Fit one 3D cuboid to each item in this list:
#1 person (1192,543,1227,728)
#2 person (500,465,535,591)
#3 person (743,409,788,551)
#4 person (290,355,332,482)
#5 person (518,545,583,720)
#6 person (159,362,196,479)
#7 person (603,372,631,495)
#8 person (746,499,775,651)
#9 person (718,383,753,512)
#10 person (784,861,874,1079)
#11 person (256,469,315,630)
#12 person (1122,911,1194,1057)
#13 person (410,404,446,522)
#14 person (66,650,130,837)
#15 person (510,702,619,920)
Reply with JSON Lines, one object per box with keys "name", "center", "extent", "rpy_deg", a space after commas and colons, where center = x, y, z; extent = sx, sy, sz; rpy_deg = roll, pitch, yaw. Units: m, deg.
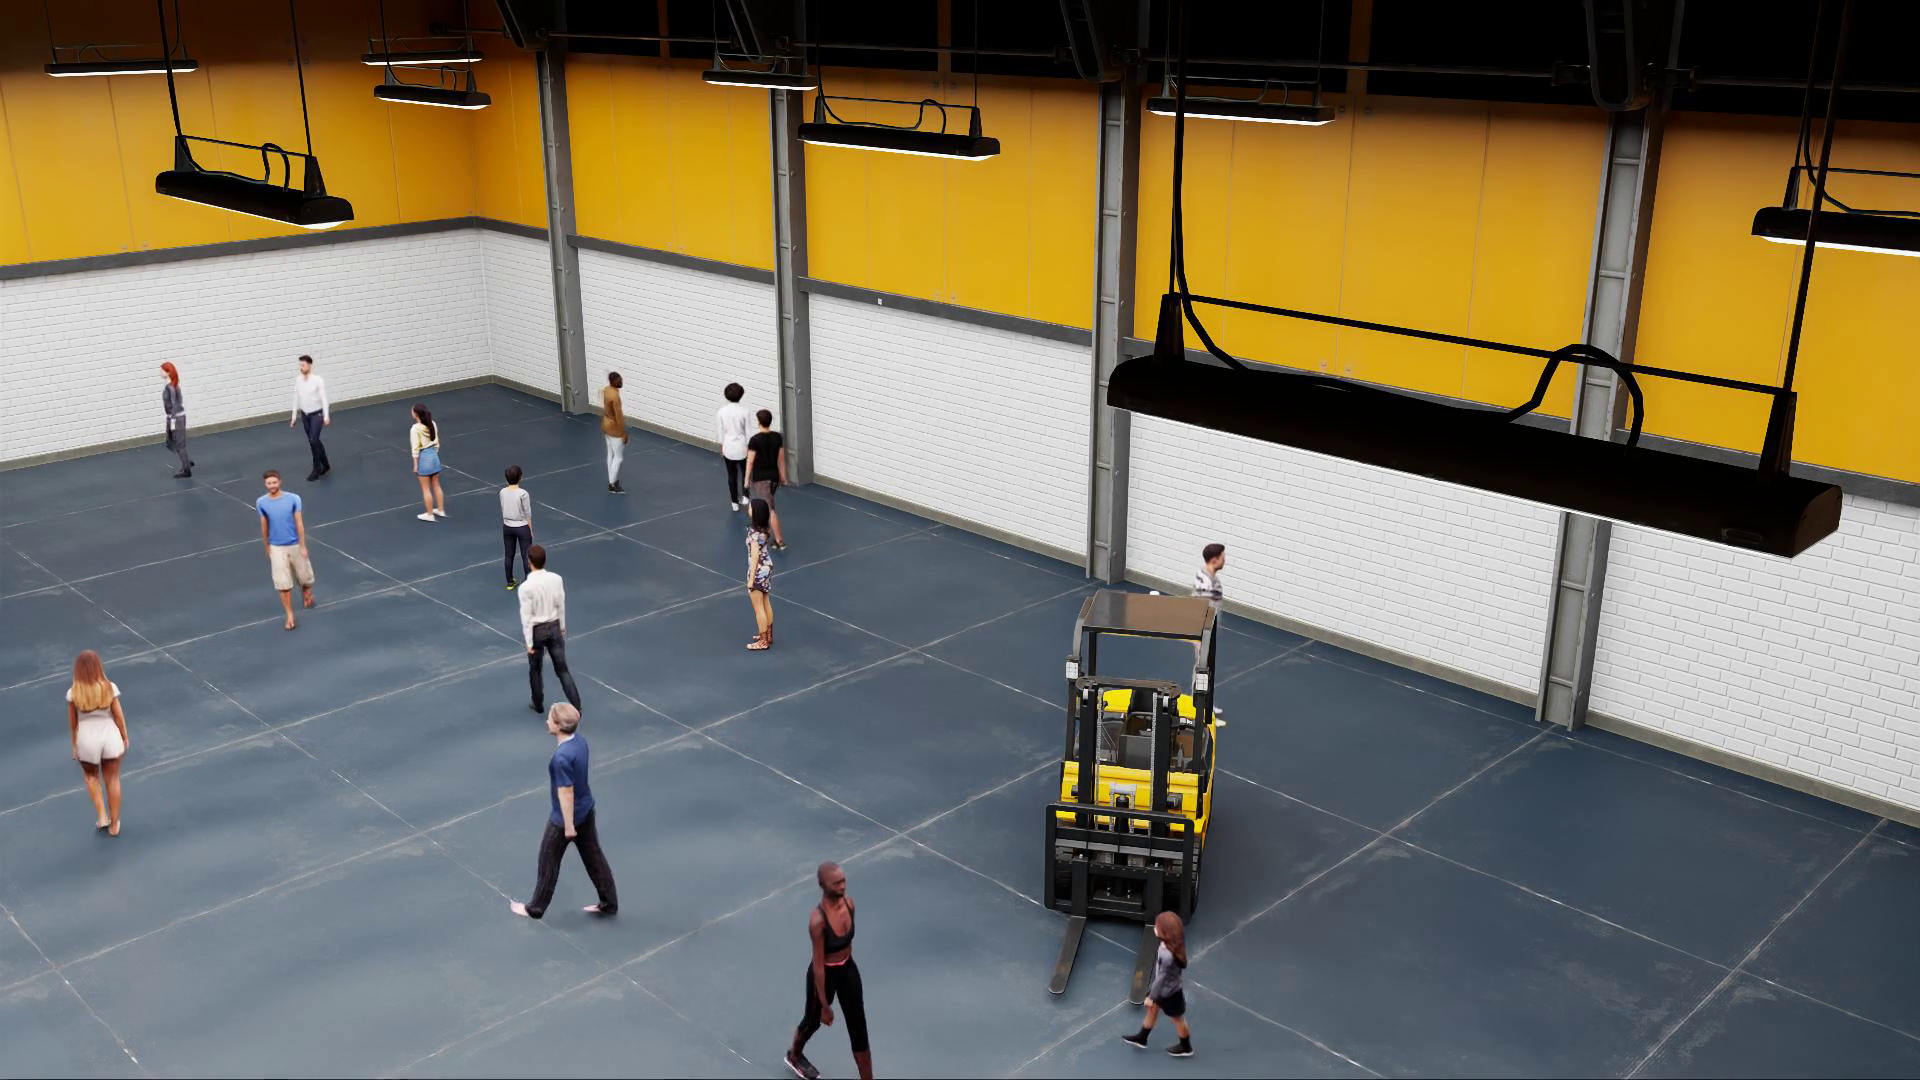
{"name": "person", "center": [2.413, 0.917, 16.595], "extent": [0.859, 1.854, 0.810], "rpy_deg": [1, 19, 3]}
{"name": "person", "center": [-5.399, -0.146, 20.232], "extent": [0.572, 1.548, 0.678], "rpy_deg": [5, 19, 14]}
{"name": "person", "center": [-2.477, -0.750, 21.610], "extent": [0.737, 1.813, 1.182], "rpy_deg": [-16, 24, -39]}
{"name": "person", "center": [-9.628, -1.867, 24.874], "extent": [0.930, 1.848, 0.903], "rpy_deg": [7, 20, 19]}
{"name": "person", "center": [-4.046, 0.972, 16.460], "extent": [0.729, 1.836, 1.199], "rpy_deg": [-15, 24, -38]}
{"name": "person", "center": [-11.590, -1.787, 24.759], "extent": [0.719, 1.769, 0.581], "rpy_deg": [-11, 21, -29]}
{"name": "person", "center": [-5.054, -1.601, 24.168], "extent": [0.591, 1.794, 0.913], "rpy_deg": [16, 25, 40]}
{"name": "person", "center": [-2.217, 0.368, 18.417], "extent": [0.692, 1.733, 0.674], "rpy_deg": [4, 19, 12]}
{"name": "person", "center": [-3.143, -1.275, 23.194], "extent": [0.754, 1.797, 0.809], "rpy_deg": [-1, 19, -2]}
{"name": "person", "center": [-0.920, 2.892, 10.955], "extent": [1.194, 1.711, 0.674], "rpy_deg": [15, 24, 37]}
{"name": "person", "center": [-7.756, 0.053, 19.172], "extent": [0.961, 1.848, 1.115], "rpy_deg": [-5, 19, -14]}
{"name": "person", "center": [1.494, 3.067, 11.424], "extent": [0.782, 1.081, 0.716], "rpy_deg": [0, 19, 0]}
{"name": "person", "center": [-7.337, -1.086, 22.893], "extent": [0.656, 1.631, 0.703], "rpy_deg": [9, 20, 24]}
{"name": "person", "center": [-7.402, 1.786, 14.291], "extent": [0.674, 1.679, 0.684], "rpy_deg": [-9, 21, -26]}
{"name": "person", "center": [-2.932, 2.149, 12.966], "extent": [1.164, 1.836, 1.036], "rpy_deg": [3, 19, 7]}
